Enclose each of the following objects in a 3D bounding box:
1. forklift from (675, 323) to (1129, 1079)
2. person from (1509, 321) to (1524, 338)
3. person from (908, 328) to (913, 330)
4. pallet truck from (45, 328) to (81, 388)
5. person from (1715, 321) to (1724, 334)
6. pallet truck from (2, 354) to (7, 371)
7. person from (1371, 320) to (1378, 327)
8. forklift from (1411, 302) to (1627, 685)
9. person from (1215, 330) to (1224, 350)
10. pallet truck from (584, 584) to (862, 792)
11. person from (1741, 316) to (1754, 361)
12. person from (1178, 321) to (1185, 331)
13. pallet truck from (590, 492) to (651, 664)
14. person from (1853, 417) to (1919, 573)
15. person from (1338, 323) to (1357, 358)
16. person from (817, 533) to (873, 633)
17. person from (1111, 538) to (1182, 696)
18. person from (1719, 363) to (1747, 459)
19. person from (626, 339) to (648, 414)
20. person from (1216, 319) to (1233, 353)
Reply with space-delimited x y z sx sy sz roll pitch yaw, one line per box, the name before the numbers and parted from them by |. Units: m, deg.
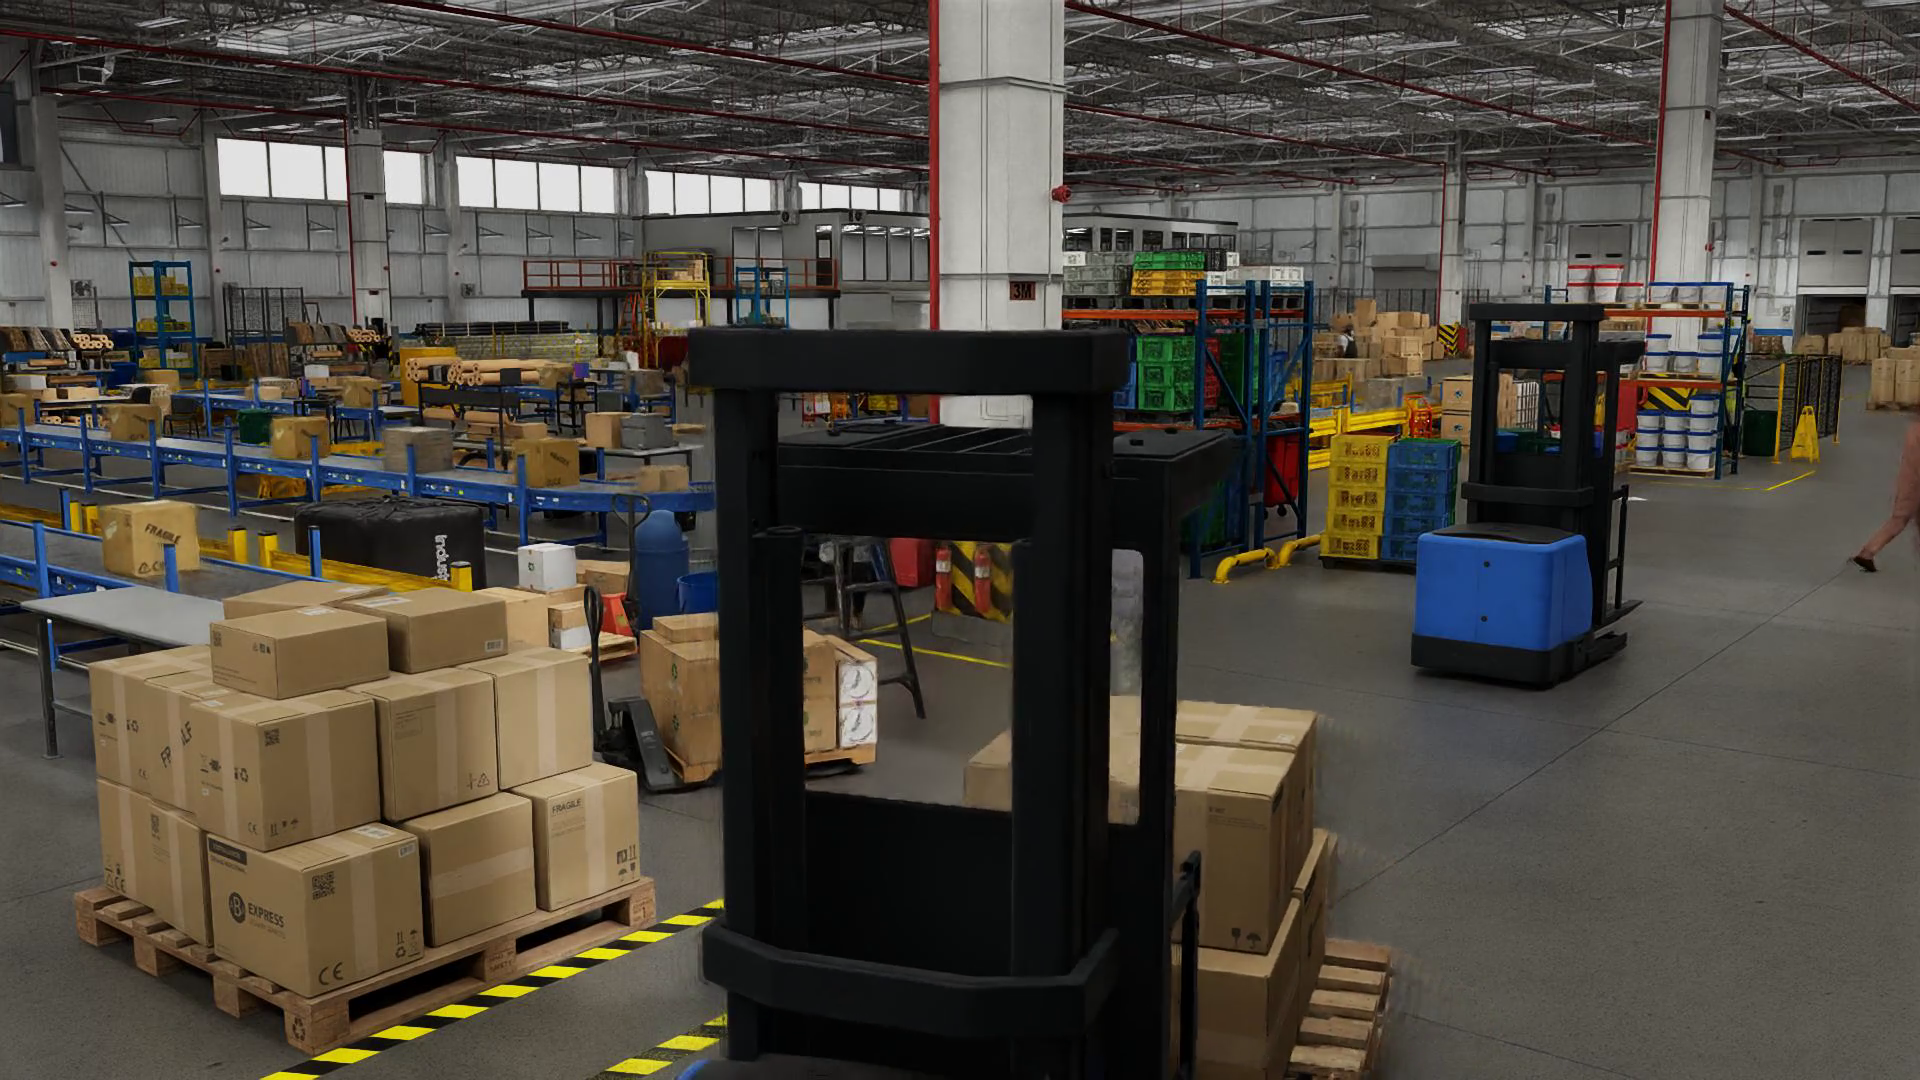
forklift | -0.119 0.895 3.863 1.129 2.768 1.873 3 9 19
person | 25.345 -9.314 75.724 0.635 1.971 0.492 4 10 28
person | -1.627 -5.972 53.906 0.329 1.765 0.526 -8 11 -42
pallet truck | -23.775 -4.544 43.495 1.885 1.965 0.823 6 10 35
person | 31.246 -8.128 68.478 0.455 1.752 0.525 5 10 32
pallet truck | -24.881 -4.417 42.634 1.885 1.965 0.823 8 11 41
person | 14.925 -6.975 60.122 0.427 1.927 0.626 1 8 7
forklift | 4.379 -0.438 12.852 1.129 2.768 1.873 7 11 37
person | 6.753 -4.522 43.545 0.550 1.935 0.376 -8 12 -43
pallet truck | -1.426 0.805 10.019 1.601 1.201 0.680 -4 9 -26
person | 33.729 -8.618 71.192 0.588 1.928 0.384 -6 10 -36
person | 7.988 -7.059 60.828 0.939 1.889 0.586 -1 8 -4
pallet truck | -3.115 0.344 12.883 0.653 1.274 1.630 7 11 37
person | 9.786 -0.555 17.119 0.988 1.855 0.693 4 9 24
person | 11.471 -5.397 49.099 0.539 2.000 0.701 8 12 44
person | -0.965 -0.042 14.155 0.557 1.695 0.355 -3 9 -17
person | 1.149 0.430 10.573 0.597 1.819 0.428 5 10 32
person | 13.584 -2.269 29.201 0.332 1.695 0.578 -1 8 -4
person | -7.883 -3.912 39.876 0.996 1.818 0.526 5 10 28
person | 9.211 -6.674 57.743 0.636 2.024 0.685 -1 8 -6
